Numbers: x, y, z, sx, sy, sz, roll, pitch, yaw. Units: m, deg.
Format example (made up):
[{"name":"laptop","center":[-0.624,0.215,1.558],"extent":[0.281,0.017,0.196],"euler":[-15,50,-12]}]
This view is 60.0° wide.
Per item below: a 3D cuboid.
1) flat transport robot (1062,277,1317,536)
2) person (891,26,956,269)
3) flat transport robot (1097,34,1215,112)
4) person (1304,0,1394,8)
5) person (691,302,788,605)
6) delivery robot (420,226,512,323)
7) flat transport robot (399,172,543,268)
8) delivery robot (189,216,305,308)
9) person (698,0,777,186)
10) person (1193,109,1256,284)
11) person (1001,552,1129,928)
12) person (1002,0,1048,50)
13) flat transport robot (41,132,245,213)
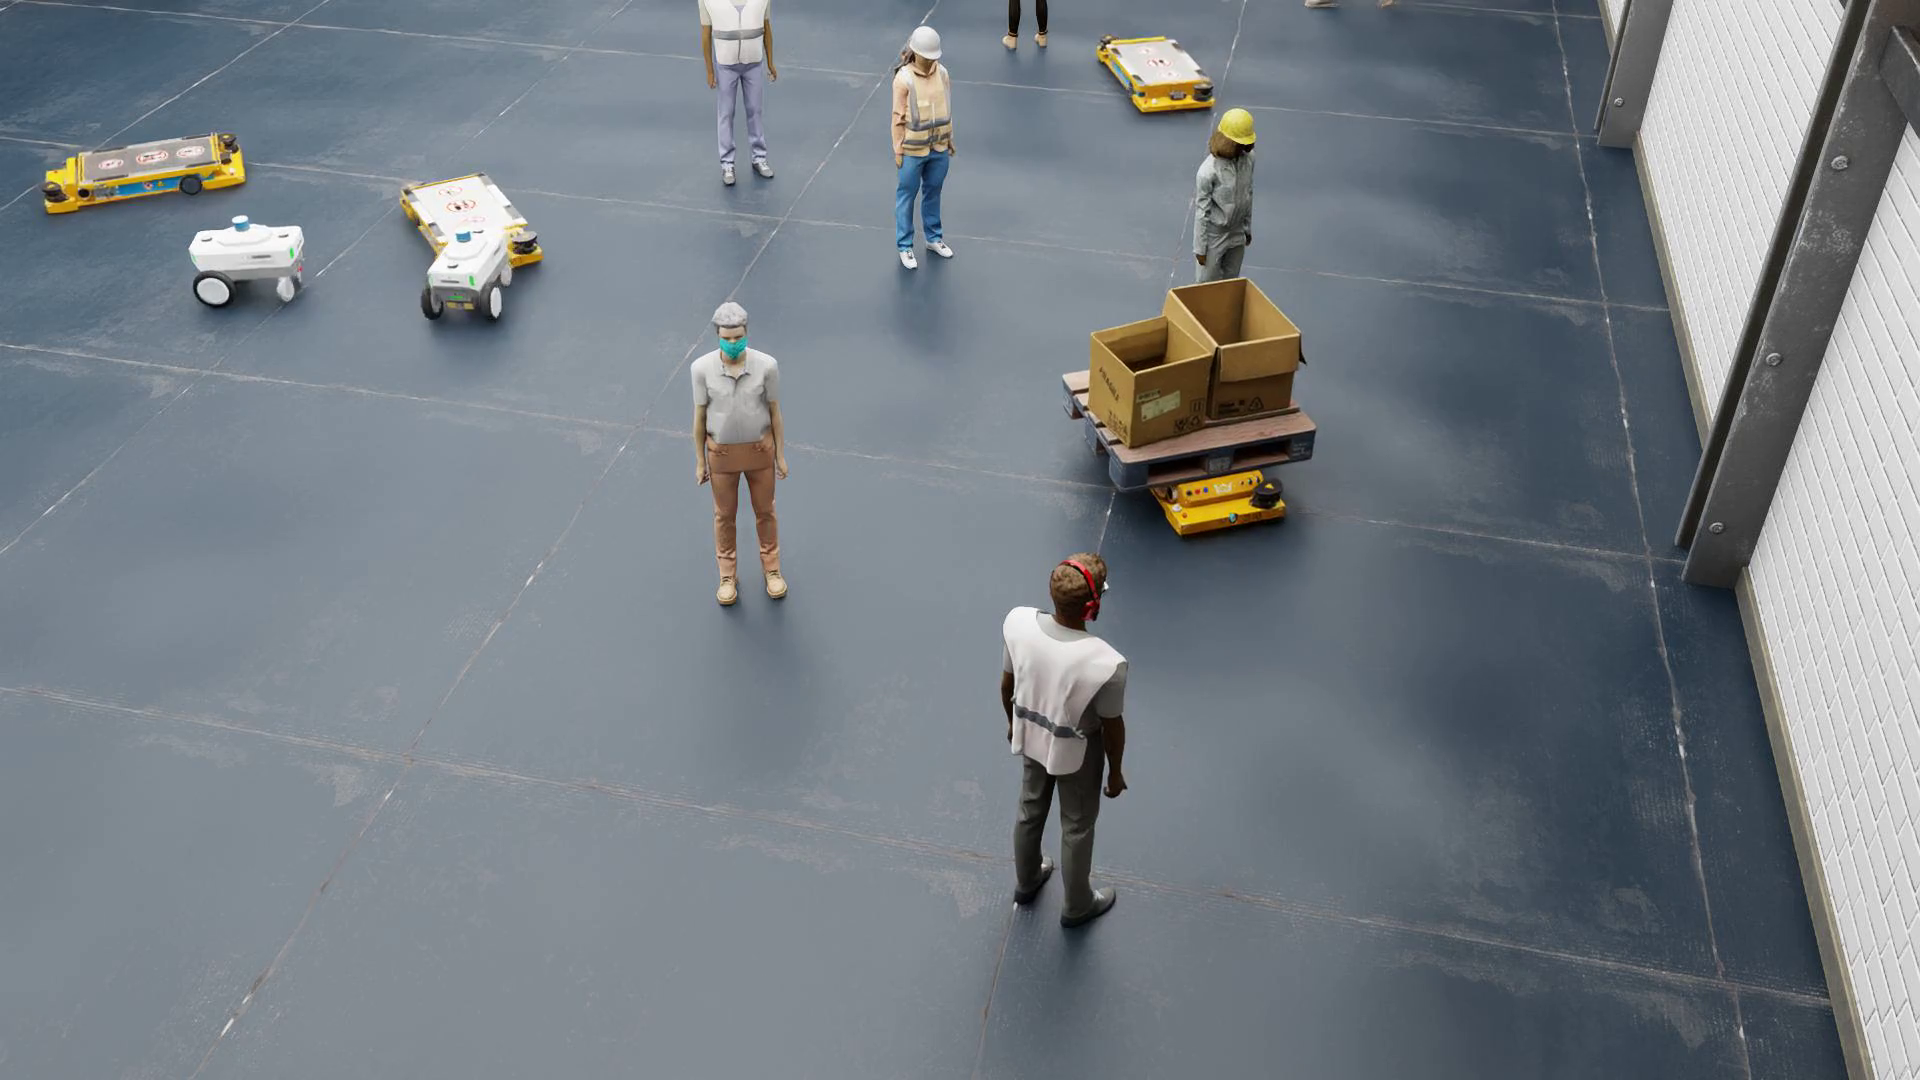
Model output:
[{"name":"flat transport robot","center":[1.345,-0.549,9.953],"extent":[0.659,0.231,1.431],"euler":[-10,38,-14]},{"name":"person","center":[-0.270,-2.781,11.726],"extent":[0.486,1.724,0.375],"euler":[-22,42,-26]},{"name":"flat transport robot","center":[1.730,-4.171,14.800],"extent":[0.659,0.231,1.431],"euler":[-7,37,-10]},{"name":"person","center":[3.858,-5.986,15.913],"extent":[0.811,1.851,0.619],"euler":[2,37,2]},{"name":"person","center":[-1.132,-0.440,8.571],"extent":[0.473,1.749,0.320],"euler":[-7,37,-9]},{"name":"delivery robot","center":[-3.387,-1.845,11.464],"extent":[0.499,0.613,0.796],"euler":[4,37,5]},{"name":"flat transport robot","center":[-3.662,-2.361,12.378],"extent":[0.659,0.231,1.431],"euler":[-19,41,-24]},{"name":"delivery robot","center":[-4.963,-1.980,11.605],"extent":[0.733,0.566,0.503],"euler":[-4,37,-6]},{"name":"person","center":[-1.700,-3.672,12.821],"extent":[0.563,1.839,0.393],"euler":[-13,39,-17]},{"name":"person","center":[1.682,-1.922,10.571],"extent":[0.490,1.729,0.320],"euler":[-28,45,-32]},{"name":"person","center":[0.408,0.845,6.771],"extent":[0.565,1.844,0.378],"euler":[25,44,30]},{"name":"person","center":[0.613,-5.332,15.168],"extent":[0.532,1.691,0.322],"euler":[-7,37,-9]},{"name":"flat transport robot","center":[-6.420,-2.894,13.091],"extent":[1.431,0.231,0.659],"euler":[-14,39,-18]}]
